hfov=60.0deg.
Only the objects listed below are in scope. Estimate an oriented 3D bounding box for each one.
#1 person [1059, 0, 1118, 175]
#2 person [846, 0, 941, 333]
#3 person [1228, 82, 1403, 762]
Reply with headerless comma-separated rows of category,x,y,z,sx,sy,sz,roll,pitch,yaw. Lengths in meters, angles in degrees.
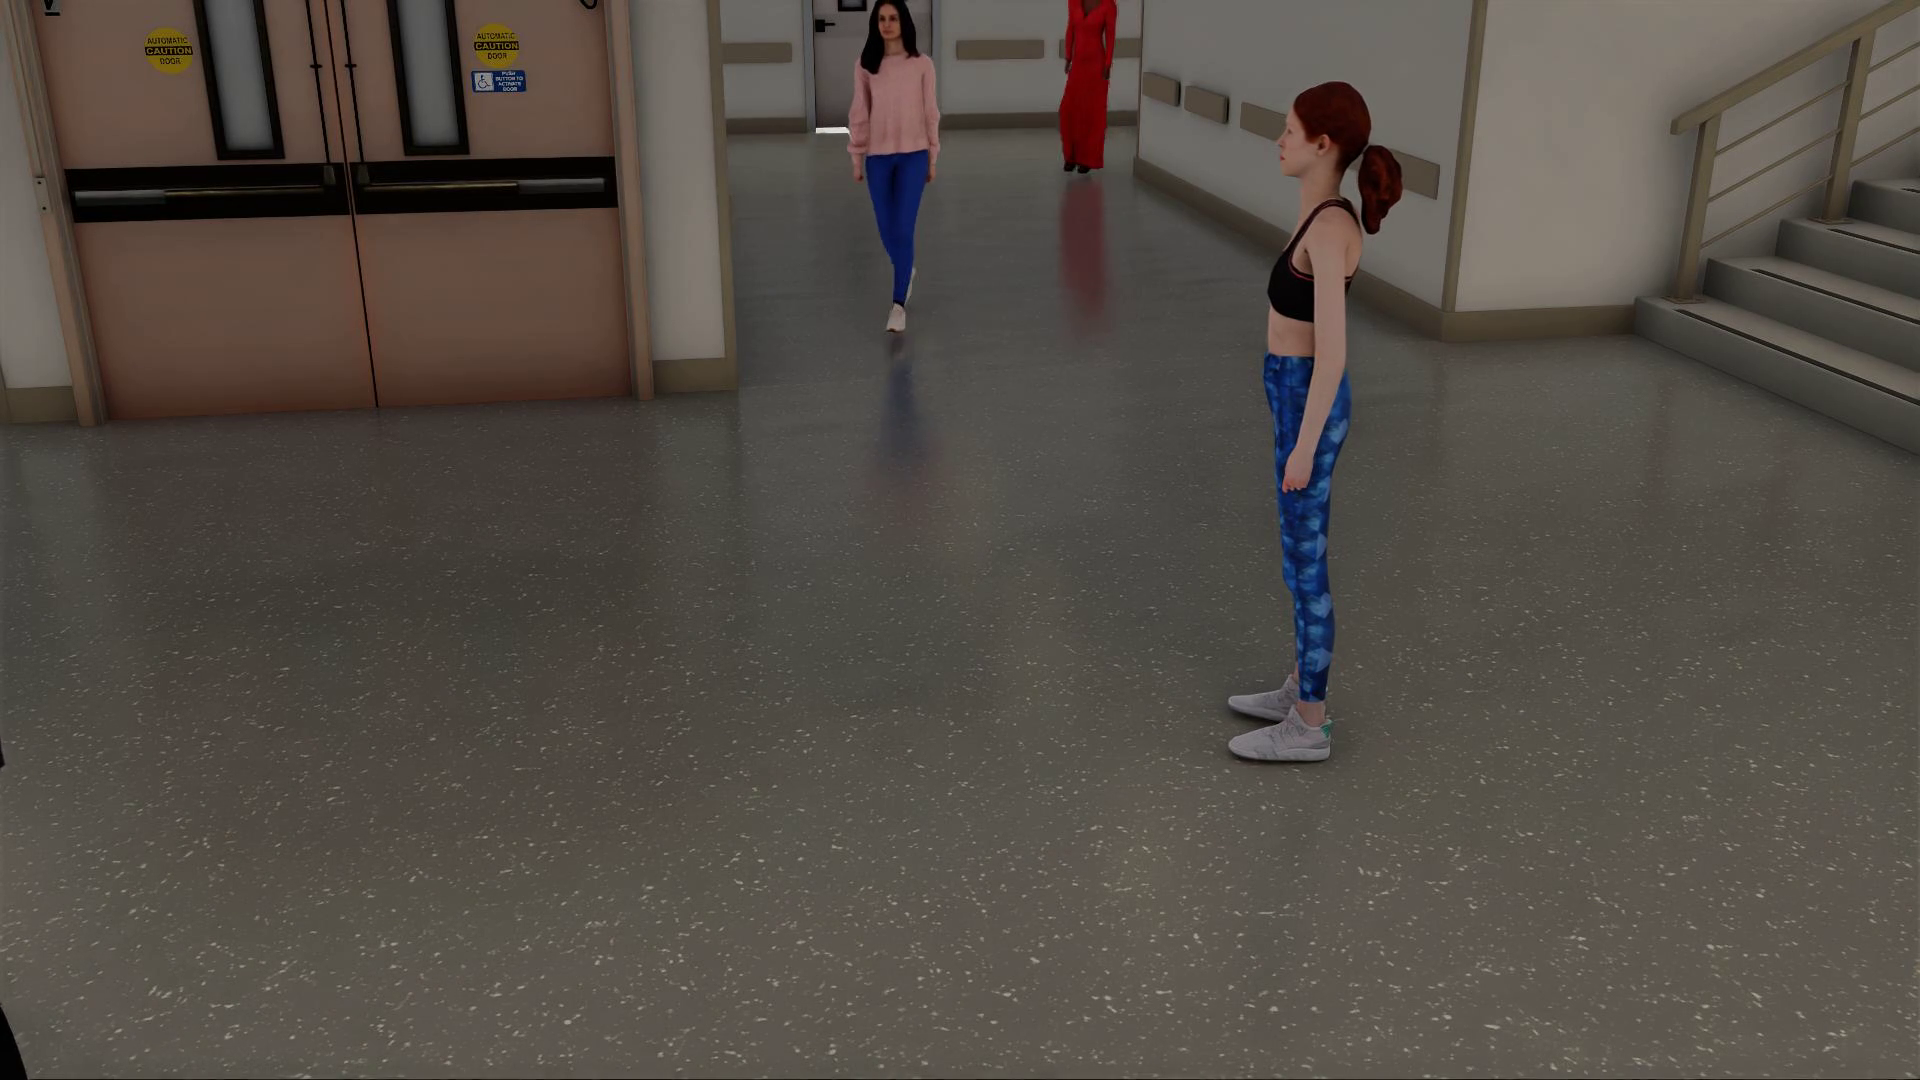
person,1.158,-4.038,14.304,0.811,1.762,0.873,12,24,28
person,-0.329,-2.047,9.083,1.170,1.735,0.970,4,21,10
person,0.899,-0.274,4.332,0.672,1.785,0.644,4,21,11
